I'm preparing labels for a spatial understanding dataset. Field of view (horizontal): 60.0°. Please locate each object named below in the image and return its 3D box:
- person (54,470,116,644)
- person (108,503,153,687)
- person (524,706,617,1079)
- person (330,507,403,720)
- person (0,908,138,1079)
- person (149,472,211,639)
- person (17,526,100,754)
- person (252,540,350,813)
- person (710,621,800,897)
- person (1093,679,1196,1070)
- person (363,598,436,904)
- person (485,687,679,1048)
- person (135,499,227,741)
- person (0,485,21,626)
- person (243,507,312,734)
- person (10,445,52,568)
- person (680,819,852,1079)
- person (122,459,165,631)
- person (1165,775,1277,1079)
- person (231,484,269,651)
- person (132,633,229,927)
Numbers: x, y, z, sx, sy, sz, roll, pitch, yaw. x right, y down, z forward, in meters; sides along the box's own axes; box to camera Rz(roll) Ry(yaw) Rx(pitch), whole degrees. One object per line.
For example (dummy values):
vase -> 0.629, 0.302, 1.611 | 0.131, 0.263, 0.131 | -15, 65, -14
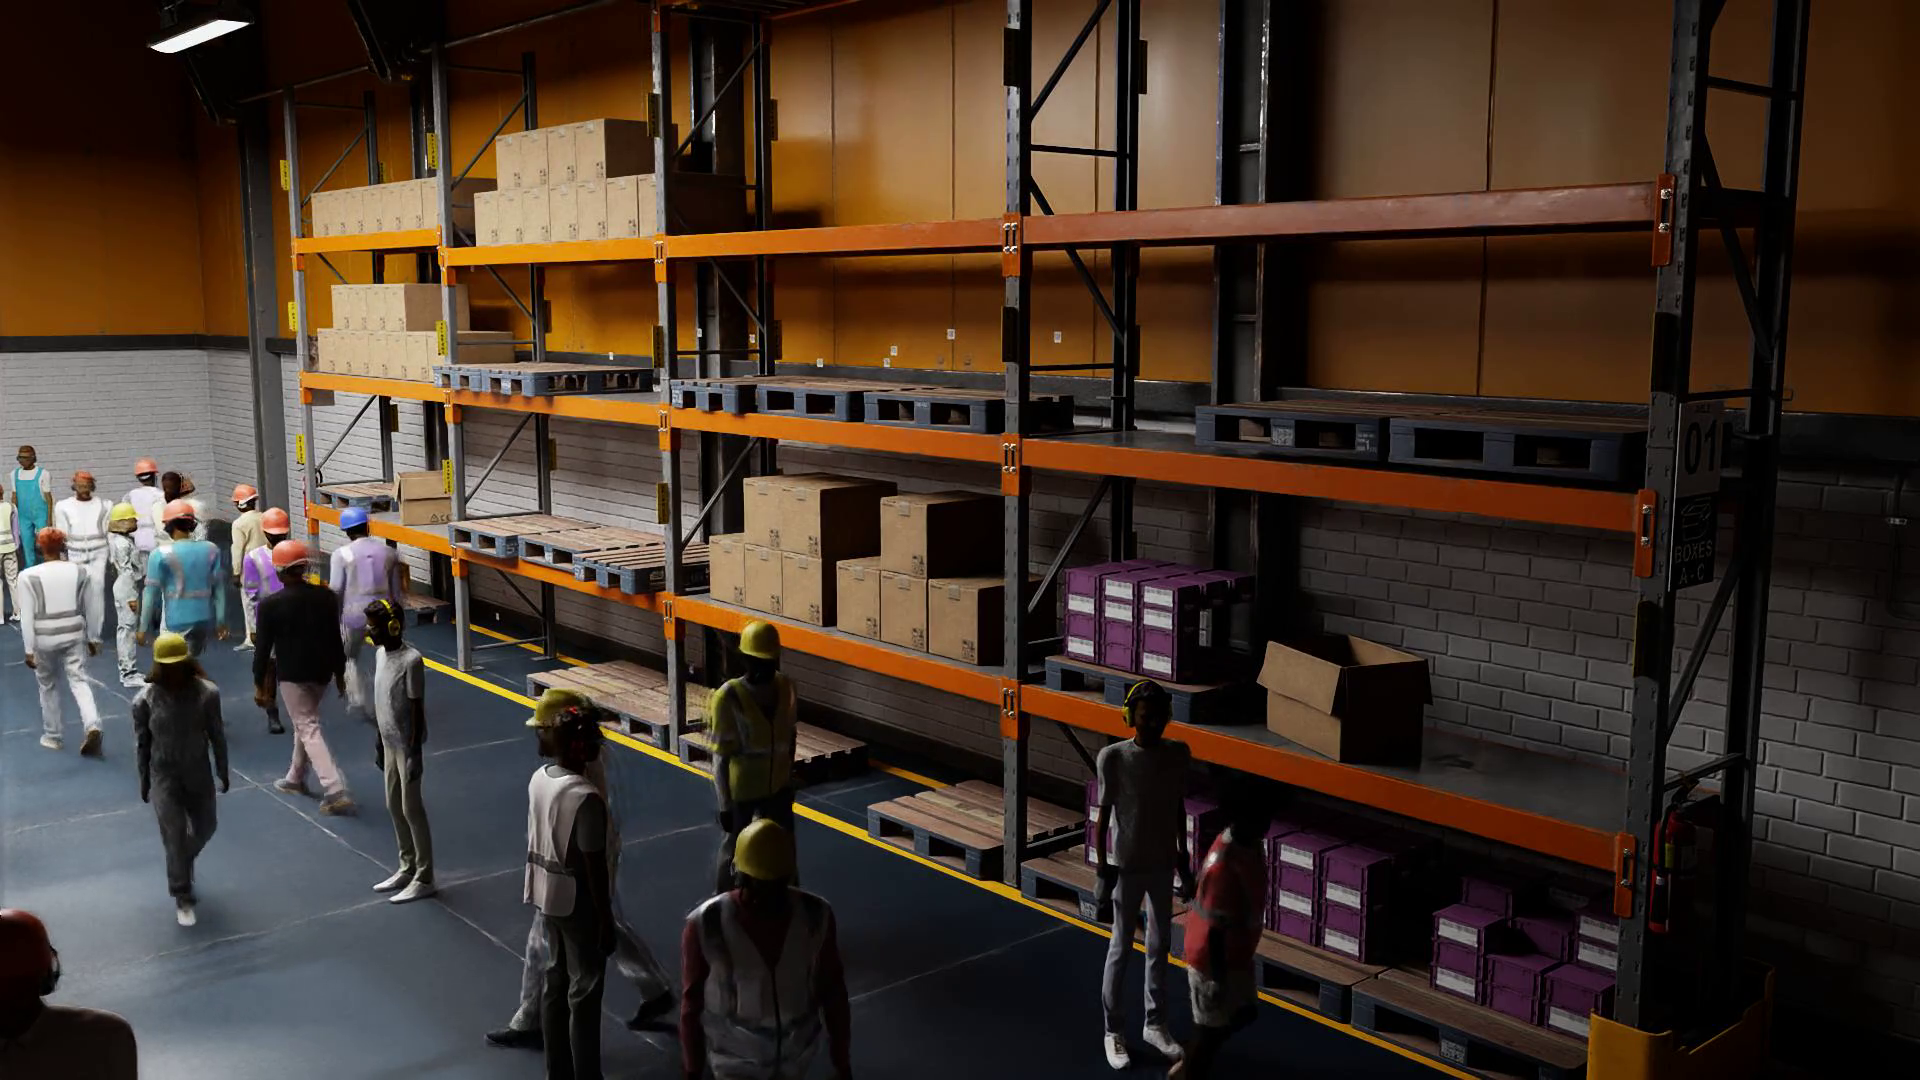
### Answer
person -> -9.319, 0.169, 17.767 | 0.585, 1.868, 0.574 | -3, 9, -23
person -> -7.879, 0.516, 15.785 | 0.289, 1.746, 0.486 | -5, 10, -31
person -> -1.743, 1.657, 7.501 | 0.389, 1.846, 0.564 | -7, 11, -41
person -> -5.103, 0.668, 14.277 | 0.628, 1.873, 0.866 | -8, 11, -44
person -> -2.624, 1.990, 4.717 | 0.620, 1.986, 0.408 | -4, 9, -24
person -> -8.210, 0.208, 17.542 | 0.596, 1.867, 0.997 | -1, 8, -4
person -> -7.220, 0.809, 13.387 | 0.866, 1.856, 0.582 | 8, 11, 42
person -> -4.717, 0.968, 11.978 | 1.024, 1.949, 0.631 | 6, 10, 35
person -> -1.140, 1.373, 9.390 | 0.611, 1.872, 1.013 | -7, 10, -38
person -> 0.891, 1.580, 7.956 | 0.534, 1.869, 0.315 | -3, 9, -21
person -> -3.438, 1.272, 10.162 | 0.523, 1.856, 0.348 | 8, 11, 43
person -> -1.848, 1.591, 8.163 | 0.914, 1.795, 0.608 | -1, 8, -5
person -> -6.435, 0.676, 13.757 | 0.596, 2.017, 0.636 | 4, 9, 23
person -> -10.828, 0.145, 18.727 | 0.310, 1.638, 0.522 | 4, 9, 24
person -> -5.734, 0.676, 14.062 | 0.549, 1.925, 0.384 | -7, 11, -41
person -> -11.755, -0.289, 21.081 | 0.504, 1.838, 0.347 | 0, 8, -1
person -> -0.719, 1.883, 6.191 | 0.599, 1.782, 0.963 | -4, 9, -25
person -> -8.998, 0.051, 18.498 | 0.584, 1.891, 0.547 | 0, 8, 1
person -> 1.129, 1.794, 7.169 | 0.497, 1.661, 0.566 | 4, 9, 26
person -> -7.410, 0.287, 17.399 | 0.355, 1.739, 0.571 | 2, 9, 16
person -> -4.646, 1.376, 9.919 | 0.494, 1.715, 0.722 | -5, 10, -33
